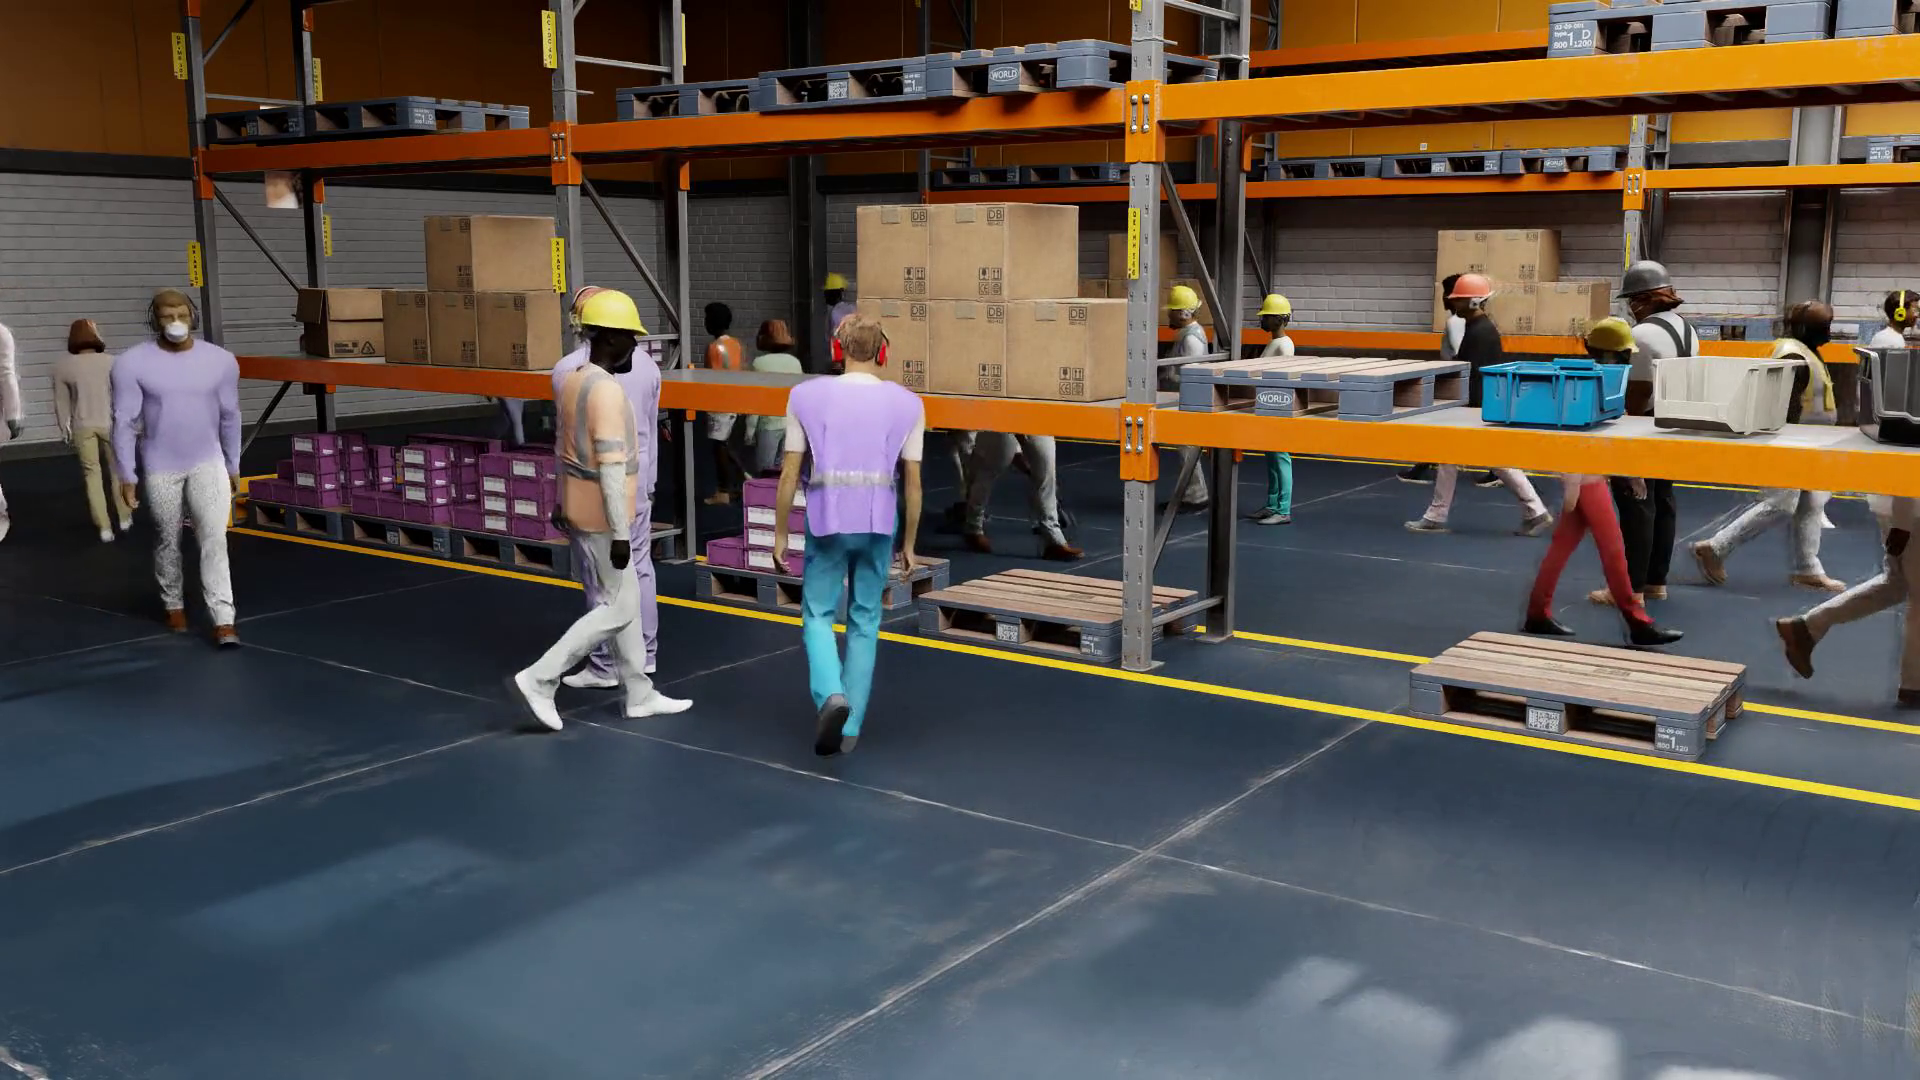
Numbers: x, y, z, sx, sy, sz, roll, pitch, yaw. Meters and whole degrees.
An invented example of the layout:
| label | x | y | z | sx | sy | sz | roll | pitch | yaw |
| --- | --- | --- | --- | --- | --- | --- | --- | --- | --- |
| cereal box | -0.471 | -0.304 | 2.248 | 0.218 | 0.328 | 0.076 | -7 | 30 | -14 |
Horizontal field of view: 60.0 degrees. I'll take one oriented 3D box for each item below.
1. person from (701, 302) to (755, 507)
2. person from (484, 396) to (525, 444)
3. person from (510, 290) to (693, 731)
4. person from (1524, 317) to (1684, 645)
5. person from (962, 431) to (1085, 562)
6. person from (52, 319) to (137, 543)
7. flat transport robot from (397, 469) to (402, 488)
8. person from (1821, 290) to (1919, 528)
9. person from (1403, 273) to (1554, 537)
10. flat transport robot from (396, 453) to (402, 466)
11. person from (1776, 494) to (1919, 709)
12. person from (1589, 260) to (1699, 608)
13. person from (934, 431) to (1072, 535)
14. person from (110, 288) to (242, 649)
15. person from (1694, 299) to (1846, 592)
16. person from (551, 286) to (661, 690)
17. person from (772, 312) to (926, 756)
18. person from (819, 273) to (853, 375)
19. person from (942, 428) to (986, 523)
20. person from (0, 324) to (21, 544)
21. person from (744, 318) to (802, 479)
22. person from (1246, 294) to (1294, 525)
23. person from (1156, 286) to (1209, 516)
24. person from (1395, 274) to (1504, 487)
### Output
| label | x | y | z | sx | sy | sz | roll | pitch | yaw |
| --- | --- | --- | --- | --- | --- | --- | --- | --- | --- |
| person | -1.959 | -1.106 | 13.648 | 0.370 | 1.686 | 0.550 | 2 | 10 | 14 |
| person | -4.378 | -1.493 | 15.895 | 0.750 | 1.724 | 0.572 | 5 | 11 | 27 |
| person | -1.553 | -0.118 | 7.164 | 0.739 | 1.902 | 0.608 | -4 | 10 | -23 |
| person | 3.430 | -0.297 | 8.743 | 0.898 | 1.720 | 0.533 | 6 | 11 | 30 |
| person | 0.402 | -0.809 | 11.361 | 1.004 | 1.880 | 0.652 | 9 | 13 | 43 |
| person | -6.286 | -0.806 | 12.125 | 0.517 | 1.591 | 0.816 | -4 | 10 | -24 |
| flat transport robot | -4.573 | -0.491 | 14.223 | 1.431 | 0.197 | 0.652 | -3 | 10 | -18 |
| person | 6.876 | -0.962 | 12.468 | 1.004 | 1.823 | 0.530 | 4 | 10 | 21 |
| person | 3.879 | -0.976 | 12.190 | 1.017 | 1.950 | 0.611 | 1 | 10 | 7 |
| flat transport robot | -5.160 | -0.639 | 15.102 | 0.652 | 0.197 | 1.431 | -3 | 10 | -18 |
| person | 4.210 | -0.160 | 7.533 | 0.714 | 1.861 | 0.562 | 4 | 10 | 22 |
| person | 3.979 | -0.629 | 9.787 | 0.676 | 2.000 | 0.536 | -9 | 13 | -42 |
| person | 0.355 | -0.951 | 12.198 | 1.010 | 1.889 | 0.550 | 2 | 10 | 11 |
| person | -4.116 | -0.378 | 8.787 | 0.652 | 1.880 | 1.036 | -6 | 11 | -32 |
| person | 5.010 | -0.573 | 10.175 | 0.791 | 1.806 | 0.646 | 6 | 11 | 33 |
| person | -1.703 | -0.244 | 7.901 | 0.399 | 1.905 | 0.643 | 6 | 11 | 32 |
| person | -0.436 | -0.003 | 6.720 | 0.630 | 1.813 | 0.609 | -2 | 10 | -10 |
| person | -1.265 | -2.007 | 18.442 | 0.865 | 1.898 | 0.594 | 2 | 10 | 11 |
| person | -0.010 | -1.028 | 12.821 | 0.518 | 1.814 | 0.628 | 2 | 10 | 14 |
| person | -7.013 | -0.882 | 11.738 | 0.678 | 1.886 | 0.505 | 1 | 10 | 7 |
| person | -1.293 | -0.805 | 12.101 | 0.590 | 1.611 | 0.504 | 7 | 12 | 35 |
| person | 2.411 | -0.998 | 12.801 | 0.312 | 1.769 | 0.525 | -1 | 10 | -4 |
| person | 1.800 | -1.098 | 13.261 | 0.445 | 1.823 | 0.627 | 1 | 10 | 3 |
| person | 4.502 | -1.423 | 14.933 | 1.016 | 1.908 | 0.619 | 7 | 12 | 36 |
